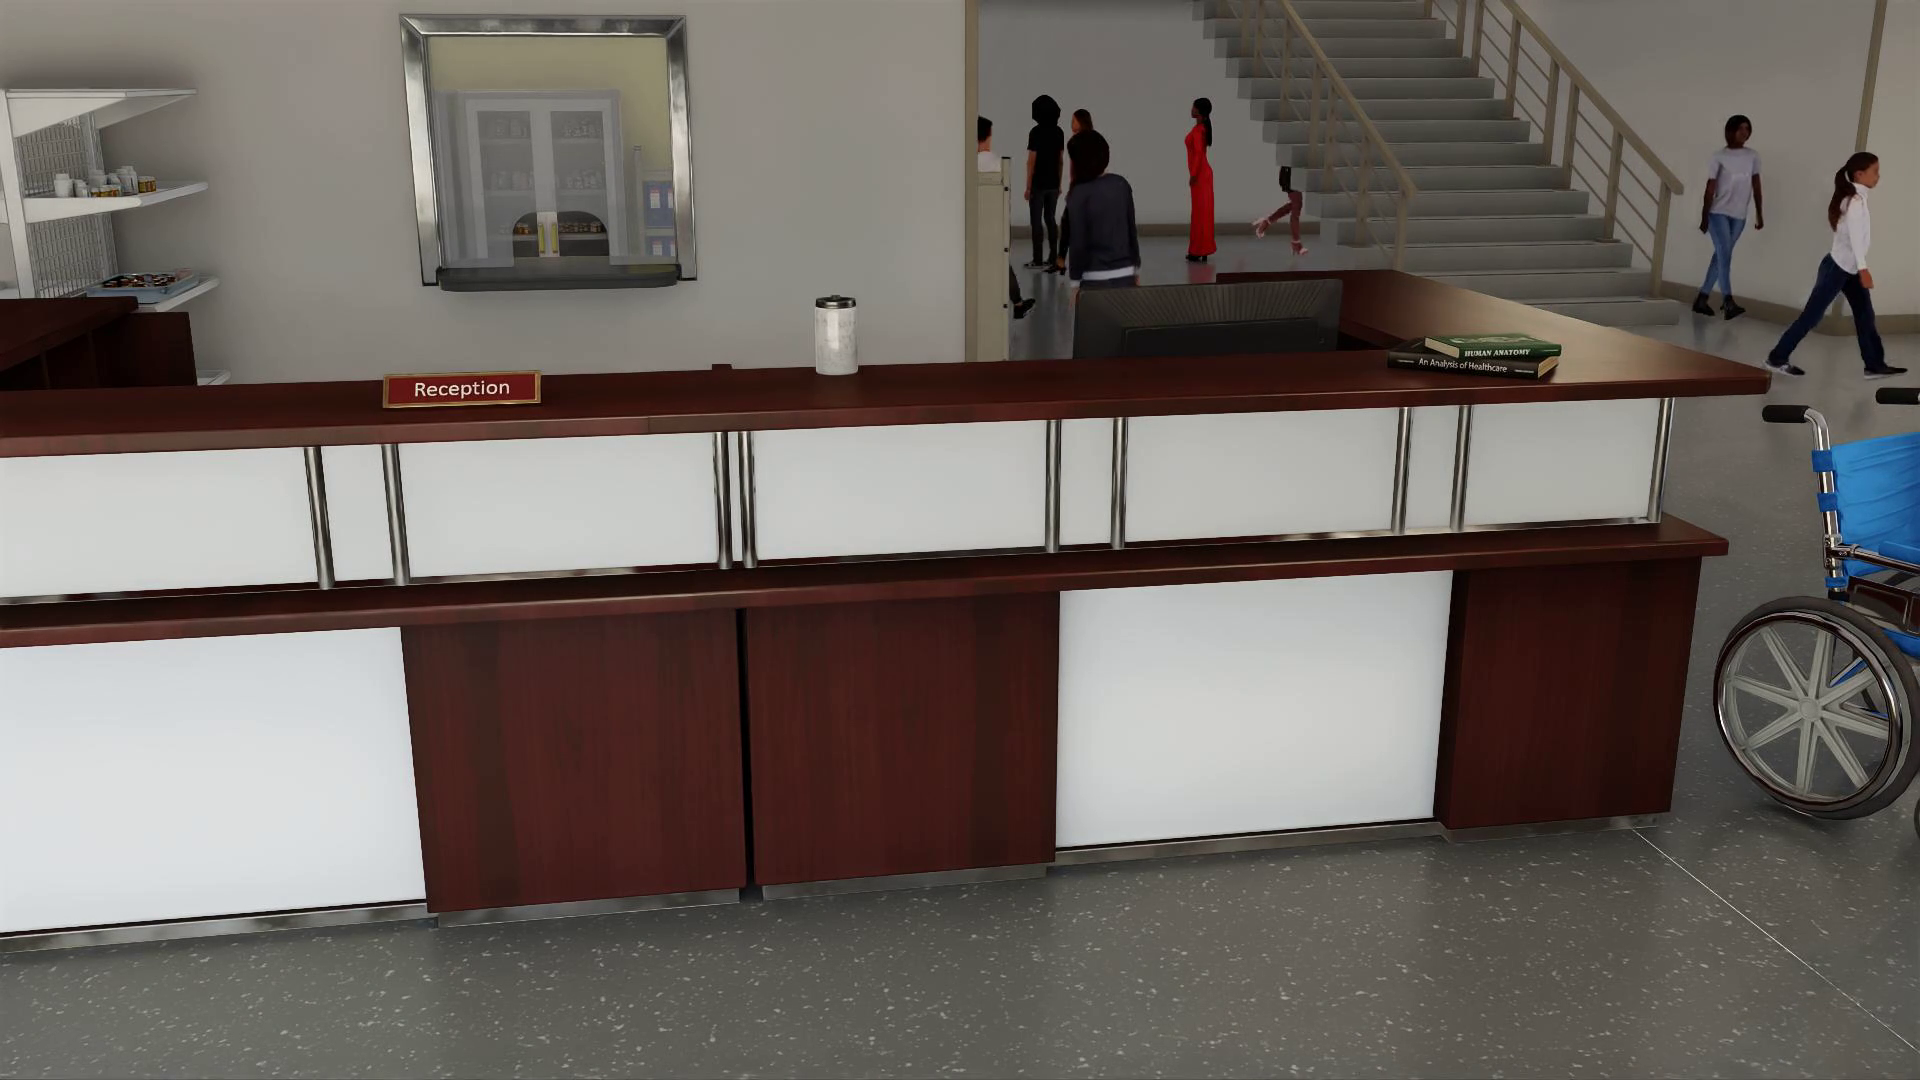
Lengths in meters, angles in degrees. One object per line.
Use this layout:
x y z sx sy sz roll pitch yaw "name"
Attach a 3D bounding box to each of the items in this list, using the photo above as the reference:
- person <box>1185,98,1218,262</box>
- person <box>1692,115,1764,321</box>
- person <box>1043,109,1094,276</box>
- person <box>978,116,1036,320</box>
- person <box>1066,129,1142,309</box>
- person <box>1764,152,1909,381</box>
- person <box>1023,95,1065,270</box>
2.705 -4.051 18.696 0.793 1.783 0.701 5 16 17 "person"
6.498 -2.730 14.192 0.567 1.685 1.044 -3 16 -10 "person"
1.355 -3.507 16.969 0.698 1.672 0.823 -4 16 -14 "person"
0.098 -2.586 13.658 1.052 1.665 1.084 -12 20 -36 "person"
0.893 -1.478 9.640 0.831 1.744 0.923 -8 17 -25 "person"
5.864 -1.807 11.232 1.029 1.514 1.043 9 18 28 "person"
0.911 -3.847 17.868 0.708 1.827 0.696 -12 20 -36 "person"
